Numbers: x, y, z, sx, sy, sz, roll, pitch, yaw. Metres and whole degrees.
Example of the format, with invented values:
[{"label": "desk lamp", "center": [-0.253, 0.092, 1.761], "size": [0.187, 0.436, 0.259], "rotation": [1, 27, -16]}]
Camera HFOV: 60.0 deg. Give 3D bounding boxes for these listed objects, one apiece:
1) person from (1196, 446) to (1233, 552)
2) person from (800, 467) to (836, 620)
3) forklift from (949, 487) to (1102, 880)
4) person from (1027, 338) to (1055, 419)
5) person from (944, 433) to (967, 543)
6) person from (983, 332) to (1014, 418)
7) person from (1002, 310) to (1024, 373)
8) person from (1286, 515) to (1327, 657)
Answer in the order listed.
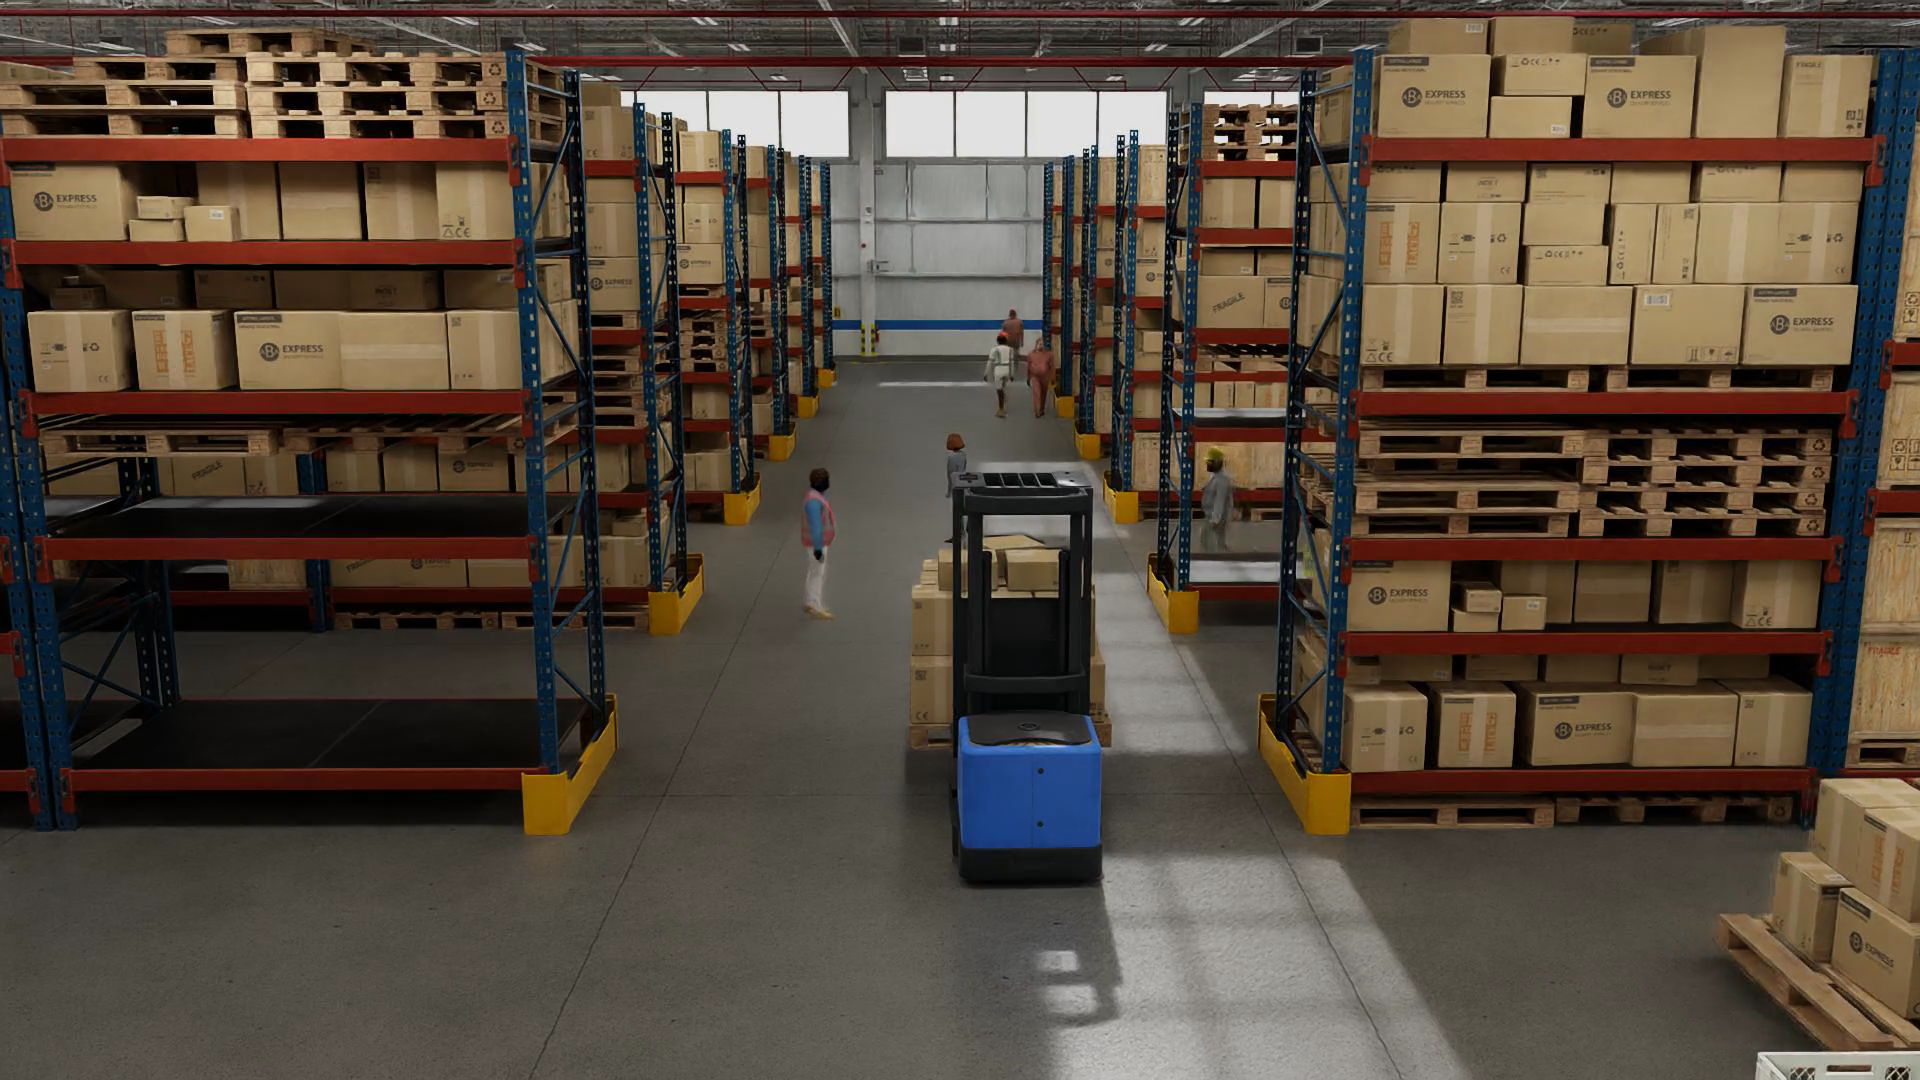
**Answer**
[{"label": "person", "center": [3.311, -0.344, 22.058], "size": [0.695, 1.805, 0.618], "rotation": [0, 11, -2]}, {"label": "person", "center": [-1.712, 0.033, 20.124], "size": [0.429, 1.841, 0.633], "rotation": [-1, 11, -3]}, {"label": "forklift", "center": [0.495, 0.986, 12.813], "size": [1.129, 2.768, 1.873], "rotation": [0, 11, -2]}, {"label": "person", "center": [1.897, -3.834, 39.227], "size": [0.650, 1.868, 0.944], "rotation": [0, 11, -2]}, {"label": "person", "center": [-0.065, -0.764, 24.588], "size": [0.280, 1.634, 0.498], "rotation": [5, 12, 24]}, {"label": "person", "center": [0.907, -3.897, 39.179], "size": [0.653, 2.004, 0.698], "rotation": [-8, 14, -35]}, {"label": "person", "center": [1.562, -5.927, 49.647], "size": [0.657, 1.849, 1.011], "rotation": [-1, 11, -5]}, {"label": "person", "center": [4.004, 0.473, 18.351], "size": [0.707, 1.674, 0.535], "rotation": [0, 11, 1]}]
